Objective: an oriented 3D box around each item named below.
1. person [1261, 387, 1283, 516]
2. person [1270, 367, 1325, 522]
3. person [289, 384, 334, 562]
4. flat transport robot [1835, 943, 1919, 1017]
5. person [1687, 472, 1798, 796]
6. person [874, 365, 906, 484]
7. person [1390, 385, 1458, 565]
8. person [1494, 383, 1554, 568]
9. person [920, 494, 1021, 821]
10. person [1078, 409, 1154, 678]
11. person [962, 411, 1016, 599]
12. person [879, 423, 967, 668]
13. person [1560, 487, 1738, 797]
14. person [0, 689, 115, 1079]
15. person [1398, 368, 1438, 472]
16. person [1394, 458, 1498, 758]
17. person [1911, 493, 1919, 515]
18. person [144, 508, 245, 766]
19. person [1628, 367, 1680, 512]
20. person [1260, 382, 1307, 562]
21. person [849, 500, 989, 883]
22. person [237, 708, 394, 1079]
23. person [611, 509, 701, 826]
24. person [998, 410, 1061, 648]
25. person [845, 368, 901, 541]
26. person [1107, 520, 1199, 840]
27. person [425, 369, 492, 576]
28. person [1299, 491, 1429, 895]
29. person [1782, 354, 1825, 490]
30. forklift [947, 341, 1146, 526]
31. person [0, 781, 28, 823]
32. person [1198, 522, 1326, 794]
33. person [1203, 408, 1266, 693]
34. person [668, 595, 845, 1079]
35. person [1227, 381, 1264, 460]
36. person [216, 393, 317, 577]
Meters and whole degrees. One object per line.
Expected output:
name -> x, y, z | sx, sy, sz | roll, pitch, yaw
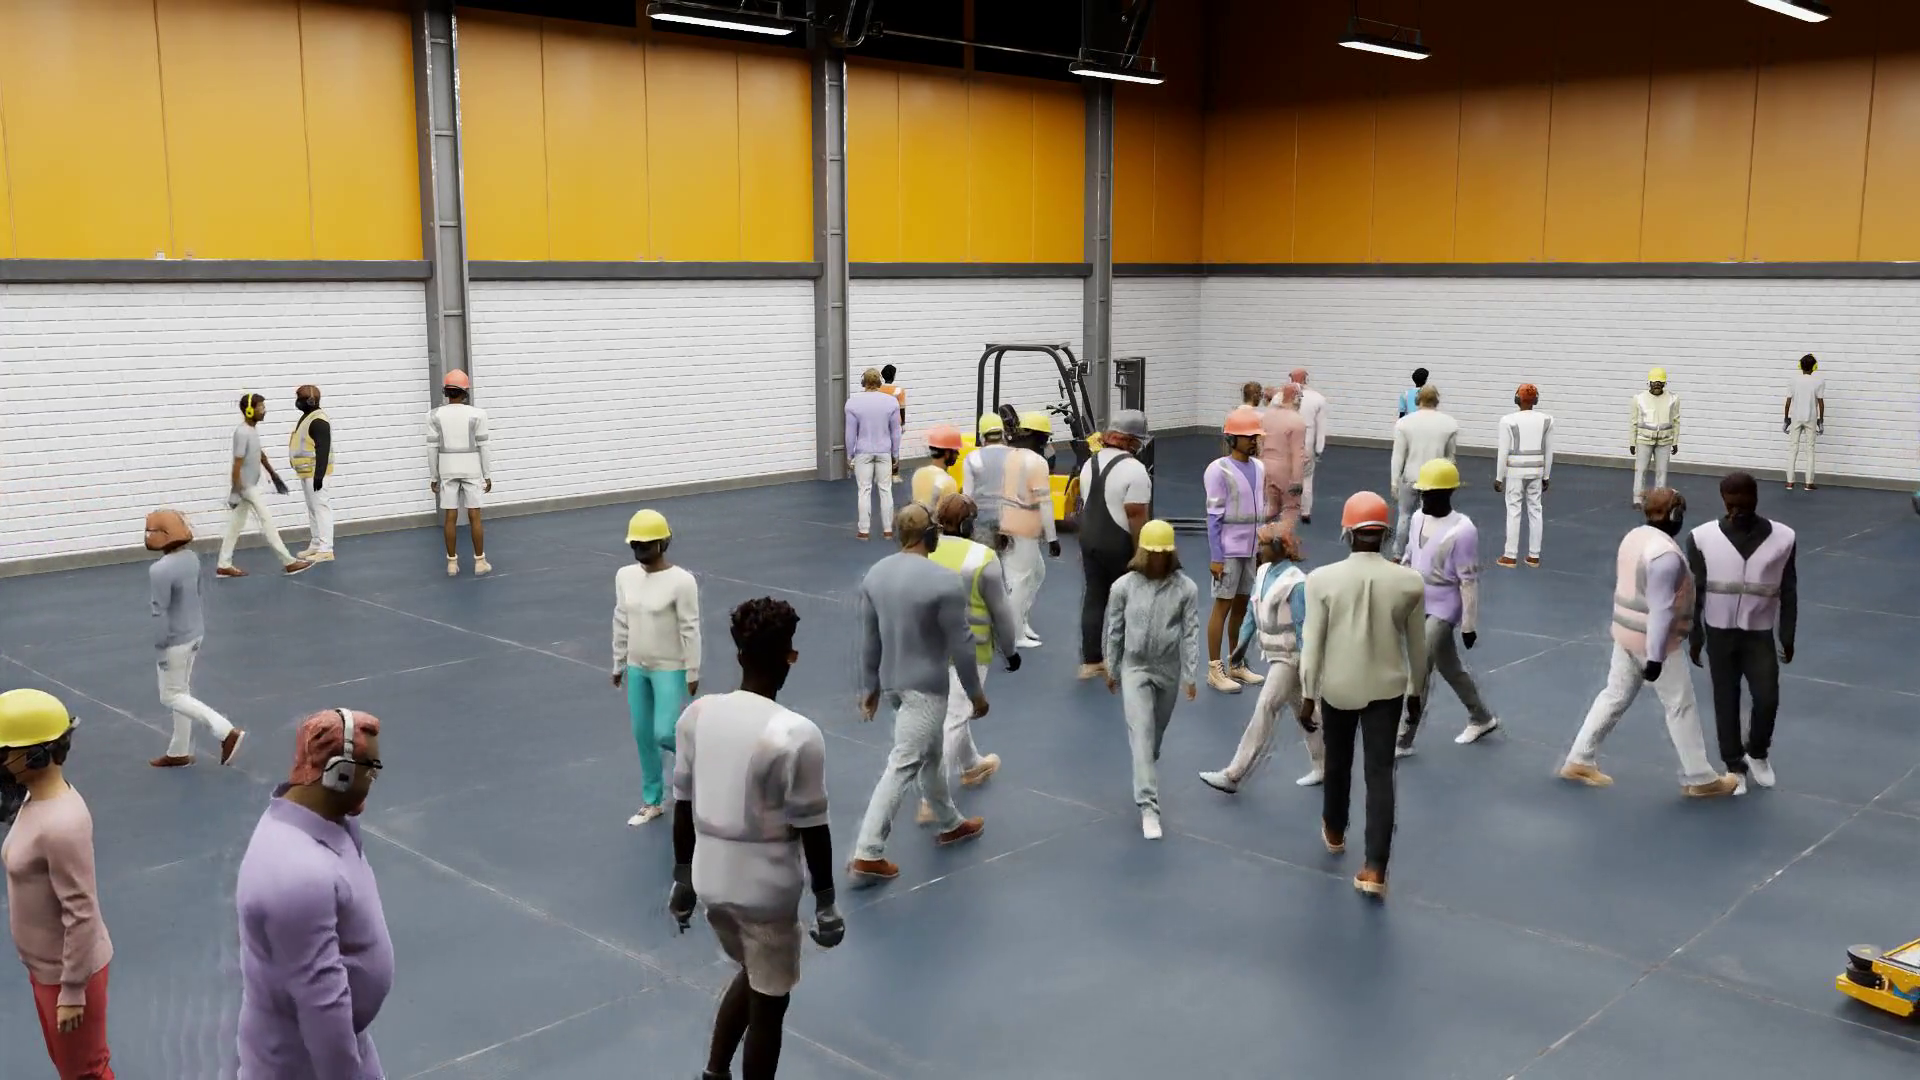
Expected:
person -> 3.751, -1.083, 20.458 | 0.882, 1.587, 0.515 | 2, 9, 9
person -> 3.969, -1.114, 19.739 | 0.657, 1.877, 0.717 | 1, 9, 5
person -> -6.728, -0.693, 17.276 | 0.429, 1.847, 0.622 | -6, 11, -33
flat transport robot -> 4.310, 1.848, 6.504 | 0.652, 0.197, 1.431 | -6, 11, -34
person -> 4.500, 0.539, 9.612 | 0.617, 1.882, 0.433 | 3, 10, 16
person -> -1.009, -1.631, 23.508 | 0.527, 1.690, 0.321 | 3, 10, 16
person -> 4.569, -0.586, 16.469 | 0.645, 1.887, 1.039 | 1, 9, 8
person -> 5.728, -0.653, 16.914 | 0.573, 1.882, 0.355 | -1, 9, -5
person -> -0.004, 0.628, 9.381 | 0.624, 1.788, 0.981 | 6, 11, 34
person -> 1.171, 0.026, 12.268 | 0.539, 2.000, 0.718 | -7, 11, -36
person -> 0.308, -0.196, 14.323 | 0.587, 1.813, 0.537 | -2, 9, -13
person -> -0.237, 0.093, 12.261 | 0.796, 1.912, 0.543 | -7, 11, -35
person -> 3.995, 0.587, 9.651 | 0.928, 1.793, 0.629 | 0, 9, 0
person -> -2.807, 1.323, 5.153 | 0.317, 1.767, 0.534 | -7, 12, -36
person -> 6.227, -1.492, 22.621 | 0.539, 1.695, 0.318 | 5, 11, 30
person -> 3.026, 0.412, 10.403 | 0.983, 1.883, 0.600 | -2, 10, -14
person -> 11.822, -1.143, 20.091 | 0.645, 1.828, 0.567 | -2, 9, -11
person -> -4.647, 0.610, 10.015 | 0.581, 1.617, 0.500 | 0, 9, 2
person -> 8.639, -1.242, 20.712 | 0.593, 1.824, 0.403 | 2, 9, 11
person -> 3.252, -0.678, 17.070 | 0.703, 1.881, 0.672 | -4, 10, -26
person -> -0.227, 0.742, 8.384 | 1.036, 1.892, 0.636 | -8, 12, -41
person -> -1.794, 1.377, 4.615 | 0.990, 1.846, 0.660 | -2, 9, -13
person -> -1.641, 0.692, 9.087 | 0.531, 1.756, 0.430 | 5, 11, 29
person -> 0.544, -0.079, 13.331 | 0.532, 1.897, 0.637 | -4, 10, -21
person -> -0.976, -0.952, 18.571 | 0.627, 1.941, 0.371 | -2, 9, -11
person -> 1.054, 0.701, 9.184 | 0.489, 1.694, 0.939 | -1, 9, -4
person -> -4.950, -0.662, 16.477 | 0.605, 2.045, 0.377 | -1, 9, -7
person -> 2.008, 0.727, 8.272 | 0.637, 1.946, 1.046 | 1, 9, 6
person -> 11.612, -1.622, 22.891 | 0.521, 1.873, 0.328 | 6, 11, 34
forklift -> 0.977, -1.223, 19.452 | 2.313, 2.155, 1.214 | 2, 9, 11
person -> -5.498, 0.663, 8.826 | 0.899, 1.906, 0.549 | -4, 10, -21
person -> 1.822, 0.686, 9.611 | 0.921, 1.580, 0.517 | -2, 9, -12
person -> 2.016, 0.069, 11.992 | 0.605, 2.044, 0.375 | -9, 13, -44
person -> -0.685, 1.155, 5.620 | 0.617, 1.944, 0.433 | 8, 12, 40
person -> 3.119, -0.808, 18.030 | 0.400, 1.822, 0.555 | -5, 11, -28
person -> -6.895, -0.527, 16.354 | 0.986, 1.819, 0.525 | -3, 10, -18
